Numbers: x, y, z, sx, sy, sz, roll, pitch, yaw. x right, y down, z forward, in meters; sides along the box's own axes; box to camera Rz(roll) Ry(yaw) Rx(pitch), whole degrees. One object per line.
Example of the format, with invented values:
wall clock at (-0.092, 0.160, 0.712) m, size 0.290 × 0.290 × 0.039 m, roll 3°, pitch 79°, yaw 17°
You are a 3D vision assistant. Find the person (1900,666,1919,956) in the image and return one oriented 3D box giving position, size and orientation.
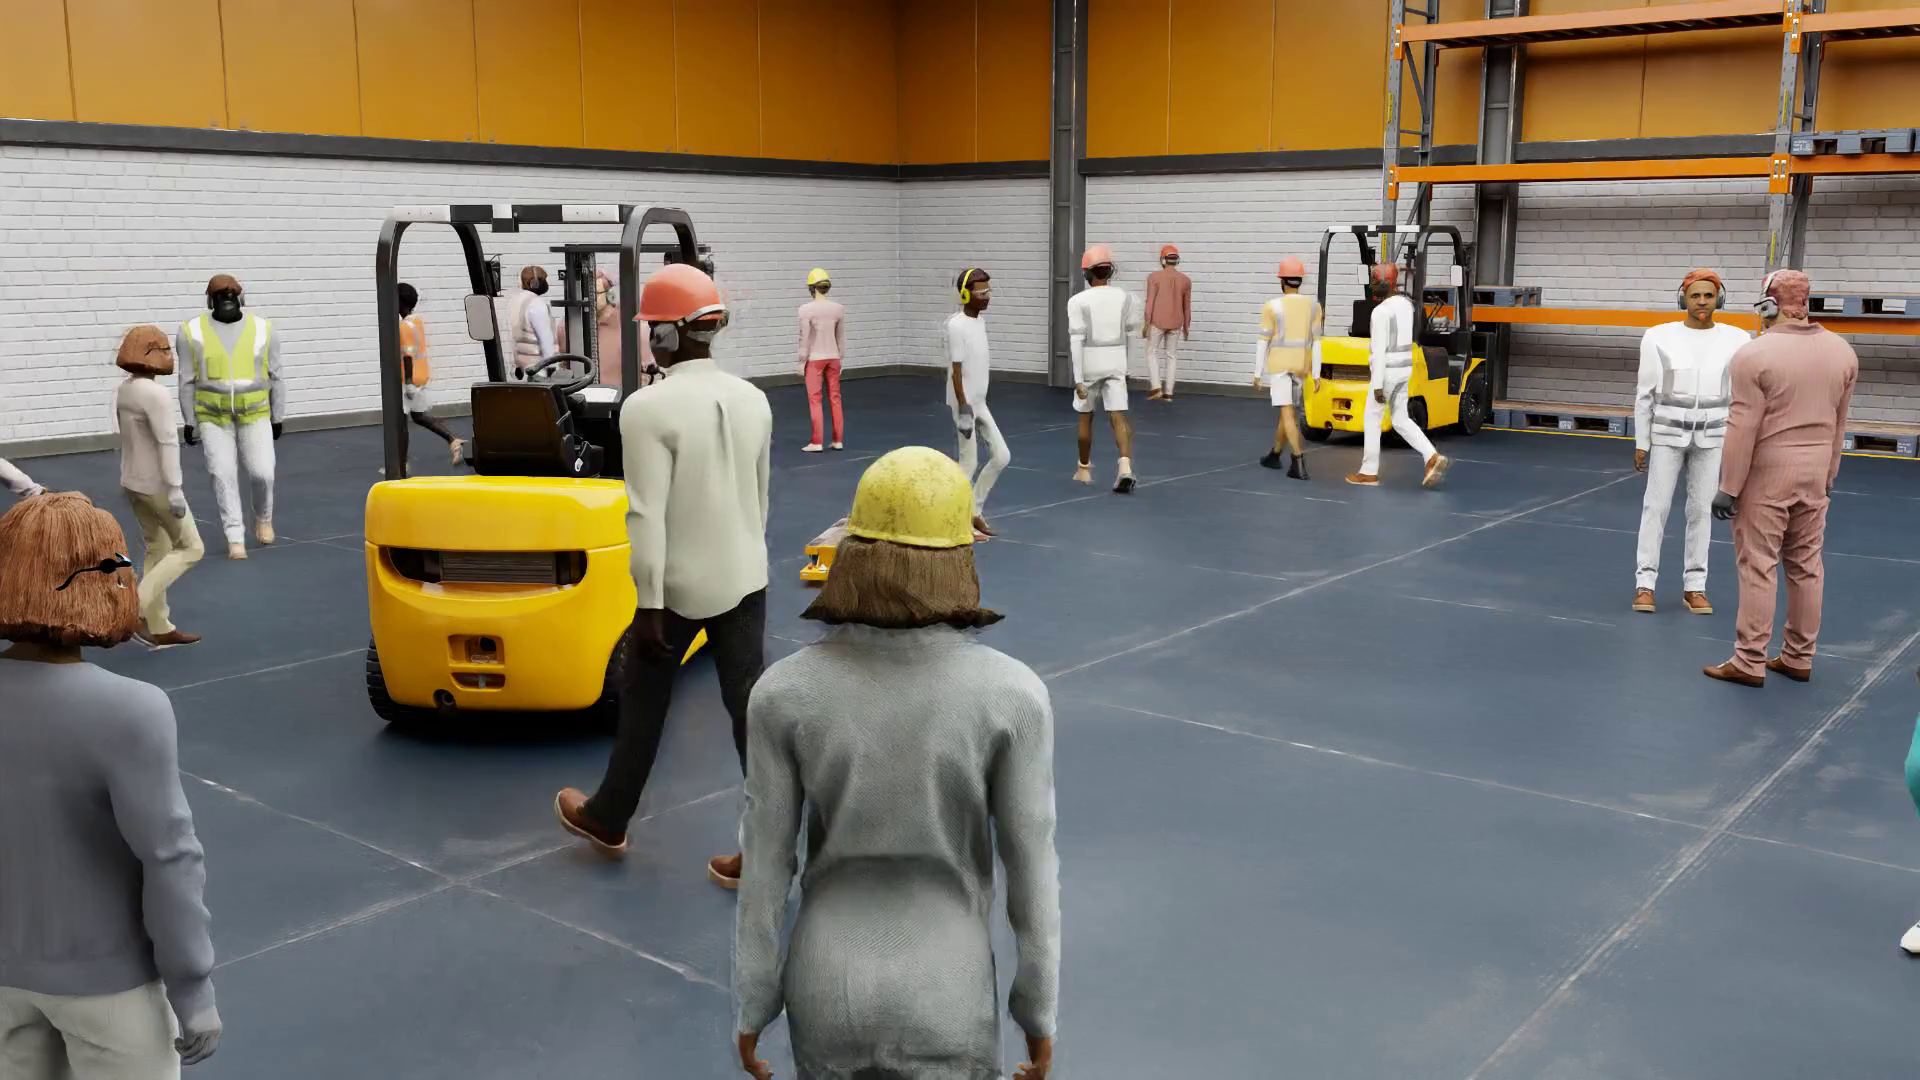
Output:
person at (2.865, 0.348, 4.552) m, size 0.481 × 1.747 × 0.554 m, roll -6°, pitch 12°, yaw -30°

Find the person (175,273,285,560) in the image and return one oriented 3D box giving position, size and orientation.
person at (-4.666, -0.791, 10.684) m, size 0.631 × 1.824 × 0.466 m, roll -5°, pitch 11°, yaw -24°

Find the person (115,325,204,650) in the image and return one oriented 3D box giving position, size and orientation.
person at (-3.977, -0.244, 8.190) m, size 0.527 × 1.618 × 0.395 m, roll 9°, pitch 14°, yaw 42°

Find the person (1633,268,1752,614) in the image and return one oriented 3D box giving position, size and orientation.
person at (3.977, -0.530, 9.076) m, size 0.575 × 1.882 × 0.361 m, roll 2°, pitch 11°, yaw 13°

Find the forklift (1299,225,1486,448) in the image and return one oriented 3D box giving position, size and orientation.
forklift at (4.449, -2.115, 16.993) m, size 1.214 × 2.155 × 2.313 m, roll 8°, pitch 13°, yaw 38°

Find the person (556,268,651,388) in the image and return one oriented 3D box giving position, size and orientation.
person at (-2.234, -0.741, 10.316) m, size 0.653 × 1.854 × 0.893 m, roll 2°, pitch 10°, yaw 12°

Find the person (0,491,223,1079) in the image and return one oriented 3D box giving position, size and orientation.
person at (-1.460, 0.731, 2.775) m, size 0.507 × 1.632 × 0.268 m, roll 3°, pitch 11°, yaw 17°

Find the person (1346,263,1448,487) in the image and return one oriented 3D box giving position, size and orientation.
person at (3.585, -1.330, 13.600) m, size 0.598 × 1.859 × 0.827 m, roll -10°, pitch 14°, yaw -43°

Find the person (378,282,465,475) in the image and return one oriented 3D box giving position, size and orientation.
person at (-4.701, -1.395, 14.427) m, size 0.703 × 1.679 × 0.538 m, roll 0°, pitch 10°, yaw -3°

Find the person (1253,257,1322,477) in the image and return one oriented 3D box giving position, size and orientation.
person at (2.849, -1.502, 14.460) m, size 0.558 × 1.890 × 0.977 m, roll -3°, pitch 11°, yaw -15°

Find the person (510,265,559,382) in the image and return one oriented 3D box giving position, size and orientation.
person at (-4.049, -1.676, 15.655) m, size 0.904 × 1.815 × 0.629 m, roll -6°, pitch 12°, yaw -29°

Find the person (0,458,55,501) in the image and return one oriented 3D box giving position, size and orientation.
person at (-6.668, -0.920, 11.245) m, size 0.763 × 1.880 × 0.651 m, roll -1°, pitch 10°, yaw -8°

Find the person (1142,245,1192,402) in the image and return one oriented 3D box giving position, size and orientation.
person at (2.588, -2.704, 20.886) m, size 0.682 × 1.975 × 0.551 m, roll -3°, pitch 11°, yaw -16°

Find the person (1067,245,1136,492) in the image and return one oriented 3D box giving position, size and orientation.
person at (1.174, -1.390, 13.555) m, size 0.606 × 2.012 × 1.020 m, roll -2°, pitch 10°, yaw -12°

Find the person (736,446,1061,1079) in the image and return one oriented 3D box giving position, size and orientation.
person at (-0.105, 0.723, 2.580) m, size 0.512 × 1.717 × 0.614 m, roll 1°, pitch 10°, yaw 6°

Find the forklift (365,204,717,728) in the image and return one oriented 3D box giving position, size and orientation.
forklift at (-1.766, -0.406, 7.525) m, size 1.214 × 2.155 × 2.313 m, roll 1°, pitch 10°, yaw 7°

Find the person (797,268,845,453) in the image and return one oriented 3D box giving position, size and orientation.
person at (-1.347, -1.722, 16.011) m, size 0.533 × 1.765 × 0.330 m, roll -8°, pitch 13°, yaw -38°

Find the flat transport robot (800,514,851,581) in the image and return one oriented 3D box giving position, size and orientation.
flat transport robot at (-0.514, 0.037, 10.397) m, size 0.652 × 0.197 × 1.431 m, roll 2°, pitch 10°, yaw 8°

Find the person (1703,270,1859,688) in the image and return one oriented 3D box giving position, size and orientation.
person at (3.724, -0.275, 7.613) m, size 0.638 × 1.902 × 0.403 m, roll -3°, pitch 11°, yaw -16°

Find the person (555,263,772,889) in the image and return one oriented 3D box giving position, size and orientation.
person at (-0.904, 0.117, 5.277) m, size 0.991 × 1.949 × 0.655 m, roll 8°, pitch 13°, yaw 39°

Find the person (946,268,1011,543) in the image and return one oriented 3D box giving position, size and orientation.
person at (0.117, -0.890, 11.166) m, size 0.472 × 1.845 × 0.553 m, roll 4°, pitch 11°, yaw 23°
